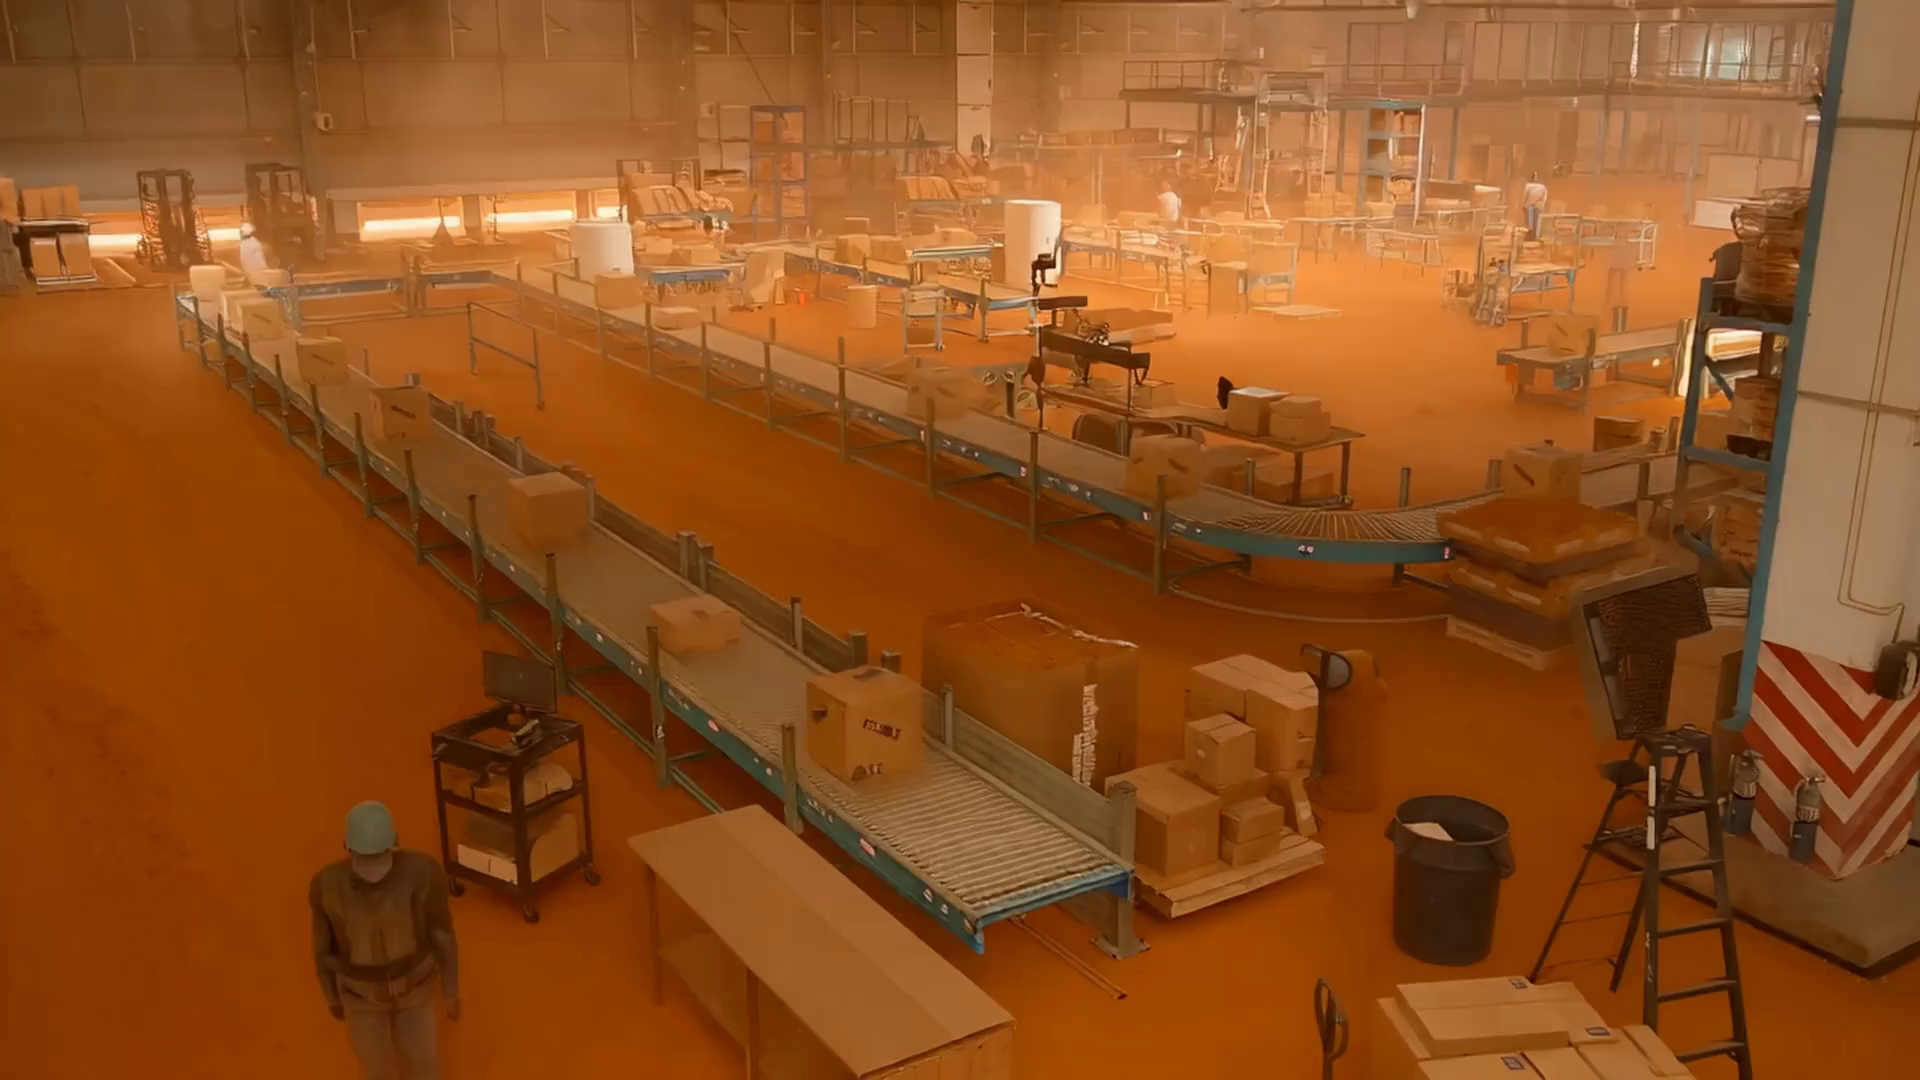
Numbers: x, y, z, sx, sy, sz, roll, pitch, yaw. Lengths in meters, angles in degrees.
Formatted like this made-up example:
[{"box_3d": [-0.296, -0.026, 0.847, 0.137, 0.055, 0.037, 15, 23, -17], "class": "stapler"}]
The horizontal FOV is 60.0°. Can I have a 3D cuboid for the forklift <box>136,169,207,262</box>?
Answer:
[{"box_3d": [-17.842, -7.318, 37.559, 1.157, 1.987, 2.680, -10, 20, -31], "class": "forklift"}]

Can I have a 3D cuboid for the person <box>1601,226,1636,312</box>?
[{"box_3d": [12.405, -5.094, 31.315, 0.699, 1.604, 0.520, -15, 22, -41], "class": "person"}]

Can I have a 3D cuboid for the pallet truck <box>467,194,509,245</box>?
[{"box_3d": [-11.983, -8.177, 42.137, 0.704, 1.261, 1.522, -11, 20, -33], "class": "pallet truck"}]

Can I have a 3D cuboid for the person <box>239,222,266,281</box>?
[{"box_3d": [-13.116, -5.068, 31.017, 0.532, 1.738, 0.666, 8, 18, 24], "class": "person"}]

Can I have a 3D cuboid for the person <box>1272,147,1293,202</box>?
[{"box_3d": [10.248, -11.582, 52.740, 0.489, 1.724, 0.699, -11, 20, -32], "class": "person"}]

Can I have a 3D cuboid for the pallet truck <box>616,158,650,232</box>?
[{"box_3d": [-8.918, -9.176, 44.255, 0.823, 1.965, 1.885, -9, 19, -27], "class": "pallet truck"}]

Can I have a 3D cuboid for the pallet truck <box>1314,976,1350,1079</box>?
[{"box_3d": [2.299, 2.390, 7.086, 1.601, 1.201, 0.680, -2, 17, -7], "class": "pallet truck"}]

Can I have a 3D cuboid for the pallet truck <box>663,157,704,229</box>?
[{"box_3d": [-7.586, -9.308, 44.692, 0.823, 1.965, 1.885, -11, 20, -33], "class": "pallet truck"}]

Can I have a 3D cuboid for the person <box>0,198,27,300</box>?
[{"box_3d": [-18.872, -5.746, 32.845, 0.621, 1.992, 0.397, 8, 18, 24], "class": "person"}]

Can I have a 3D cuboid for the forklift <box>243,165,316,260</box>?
[{"box_3d": [-15.898, -7.669, 38.708, 1.157, 1.987, 2.680, -11, 20, -33], "class": "forklift"}]

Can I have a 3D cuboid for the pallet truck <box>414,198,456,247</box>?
[{"box_3d": [-13.250, -8.060, 41.856, 0.680, 1.201, 1.601, -10, 20, -31], "class": "pallet truck"}]

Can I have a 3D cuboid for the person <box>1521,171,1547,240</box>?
[{"box_3d": [14.318, -8.283, 41.564, 0.591, 1.833, 0.404, 8, 18, 25], "class": "person"}]

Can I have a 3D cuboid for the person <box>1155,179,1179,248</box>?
[{"box_3d": [4.781, -7.382, 38.516, 0.566, 1.905, 0.916, -8, 18, -24], "class": "person"}]

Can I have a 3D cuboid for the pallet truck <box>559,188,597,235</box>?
[{"box_3d": [-10.010, -8.652, 43.699, 0.653, 1.274, 1.630, -10, 20, -31], "class": "pallet truck"}]

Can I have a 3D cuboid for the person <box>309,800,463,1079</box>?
[{"box_3d": [-2.530, 1.990, 7.402, 0.594, 1.815, 0.431, -7, 18, -22], "class": "person"}]

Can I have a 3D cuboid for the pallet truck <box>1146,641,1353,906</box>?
[{"box_3d": [1.664, 1.407, 10.232, 1.630, 1.274, 0.653, -10, 20, -31], "class": "pallet truck"}]
